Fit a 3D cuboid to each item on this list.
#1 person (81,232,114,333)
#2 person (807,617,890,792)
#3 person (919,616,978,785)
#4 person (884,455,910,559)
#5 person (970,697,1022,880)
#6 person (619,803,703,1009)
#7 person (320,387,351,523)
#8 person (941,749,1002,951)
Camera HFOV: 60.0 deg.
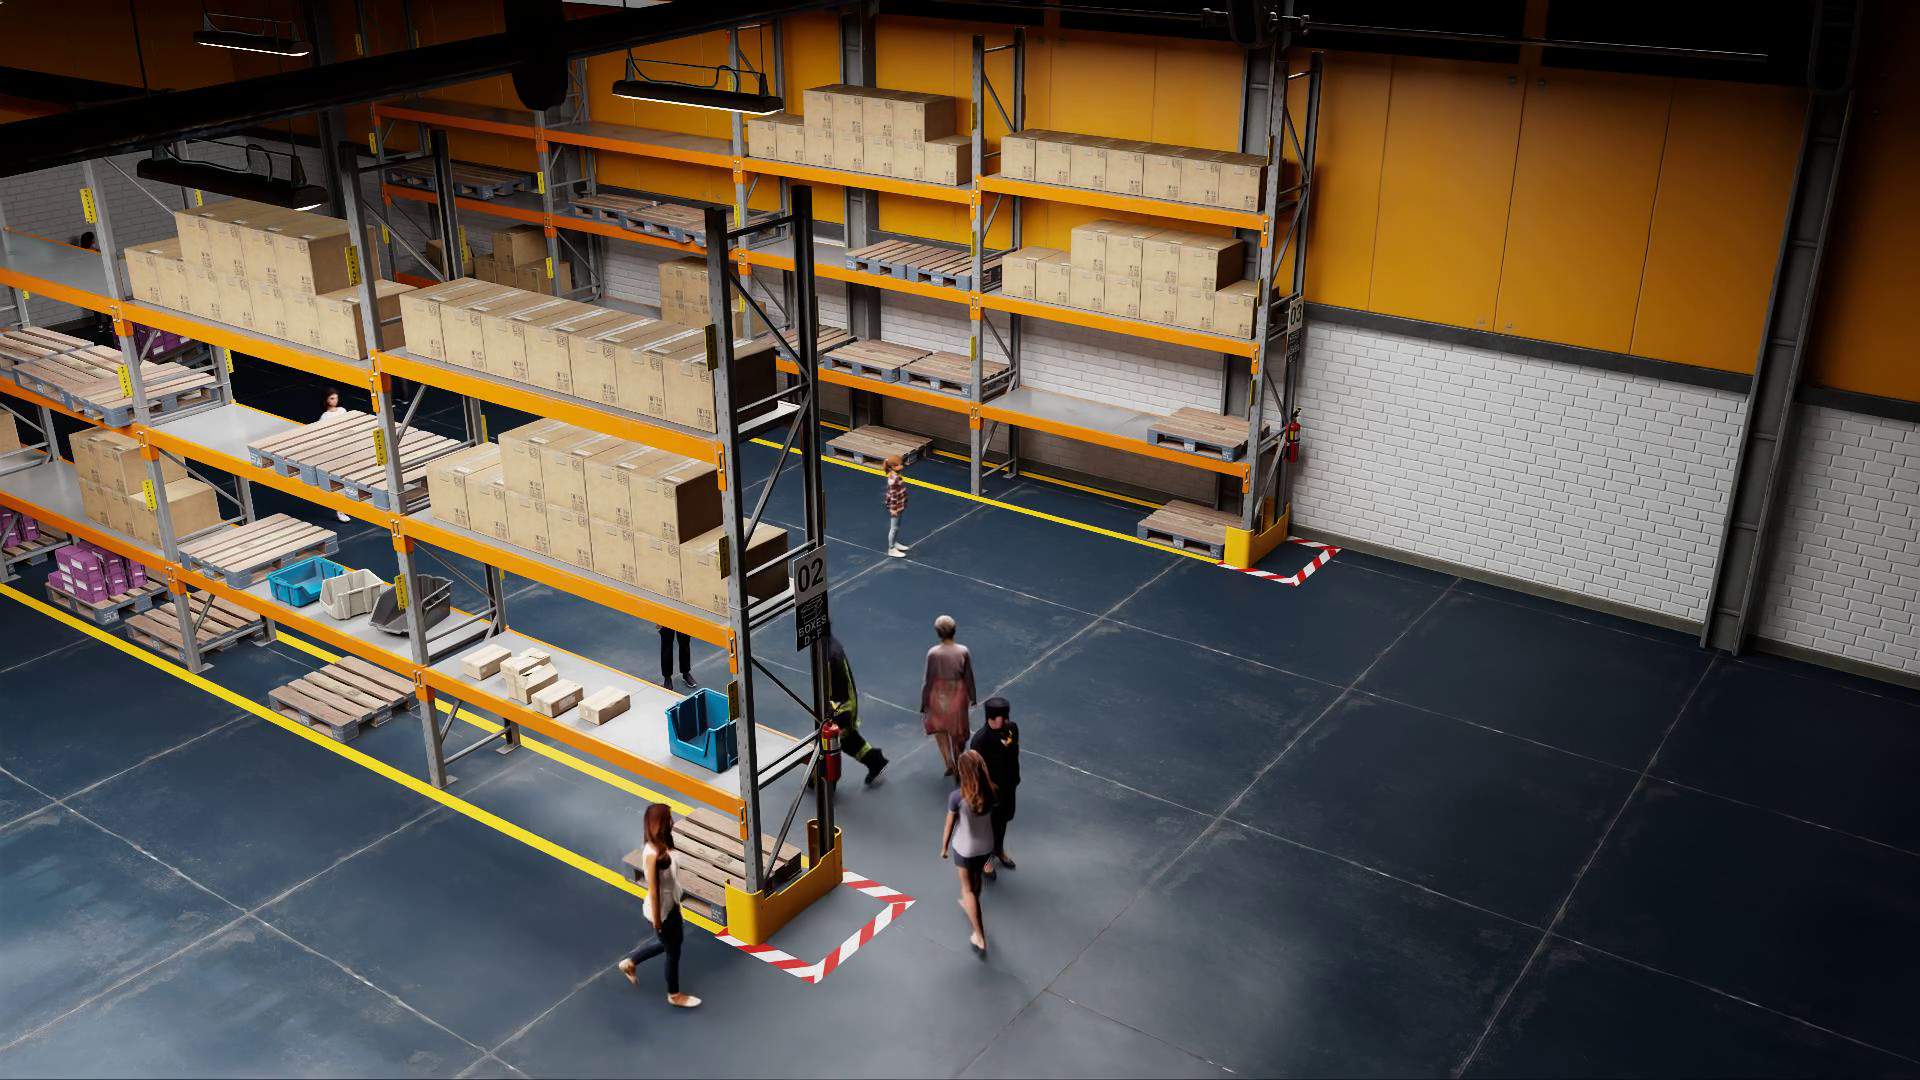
[{"bbox_3d":[-15.208,-4.557,29.318,0.651,1.769,0.758,2,24,4],"label":"person"},{"bbox_3d":[-1.070,1.510,15.422,1.199,1.784,1.086,-3,24,-6],"label":"person"},{"bbox_3d":[-0.106,1.536,15.493,0.839,1.678,0.908,-1,24,-2],"label":"person"},{"bbox_3d":[-0.794,-0.442,20.483,0.623,1.305,0.608,4,24,9],"label":"person"},{"bbox_3d":[0.308,2.098,14.216,0.676,1.671,0.739,21,31,40],"label":"person"},{"bbox_3d":[-2.328,2.764,12.571,0.989,1.769,0.854,3,24,7],"label":"person"},{"bbox_3d":[-8.023,-1.117,21.442,0.588,1.775,0.630,9,25,20],"label":"person"},{"bbox_3d":[0.125,2.494,13.275,0.895,1.700,1.039,-10,26,-22],"label":"person"}]
